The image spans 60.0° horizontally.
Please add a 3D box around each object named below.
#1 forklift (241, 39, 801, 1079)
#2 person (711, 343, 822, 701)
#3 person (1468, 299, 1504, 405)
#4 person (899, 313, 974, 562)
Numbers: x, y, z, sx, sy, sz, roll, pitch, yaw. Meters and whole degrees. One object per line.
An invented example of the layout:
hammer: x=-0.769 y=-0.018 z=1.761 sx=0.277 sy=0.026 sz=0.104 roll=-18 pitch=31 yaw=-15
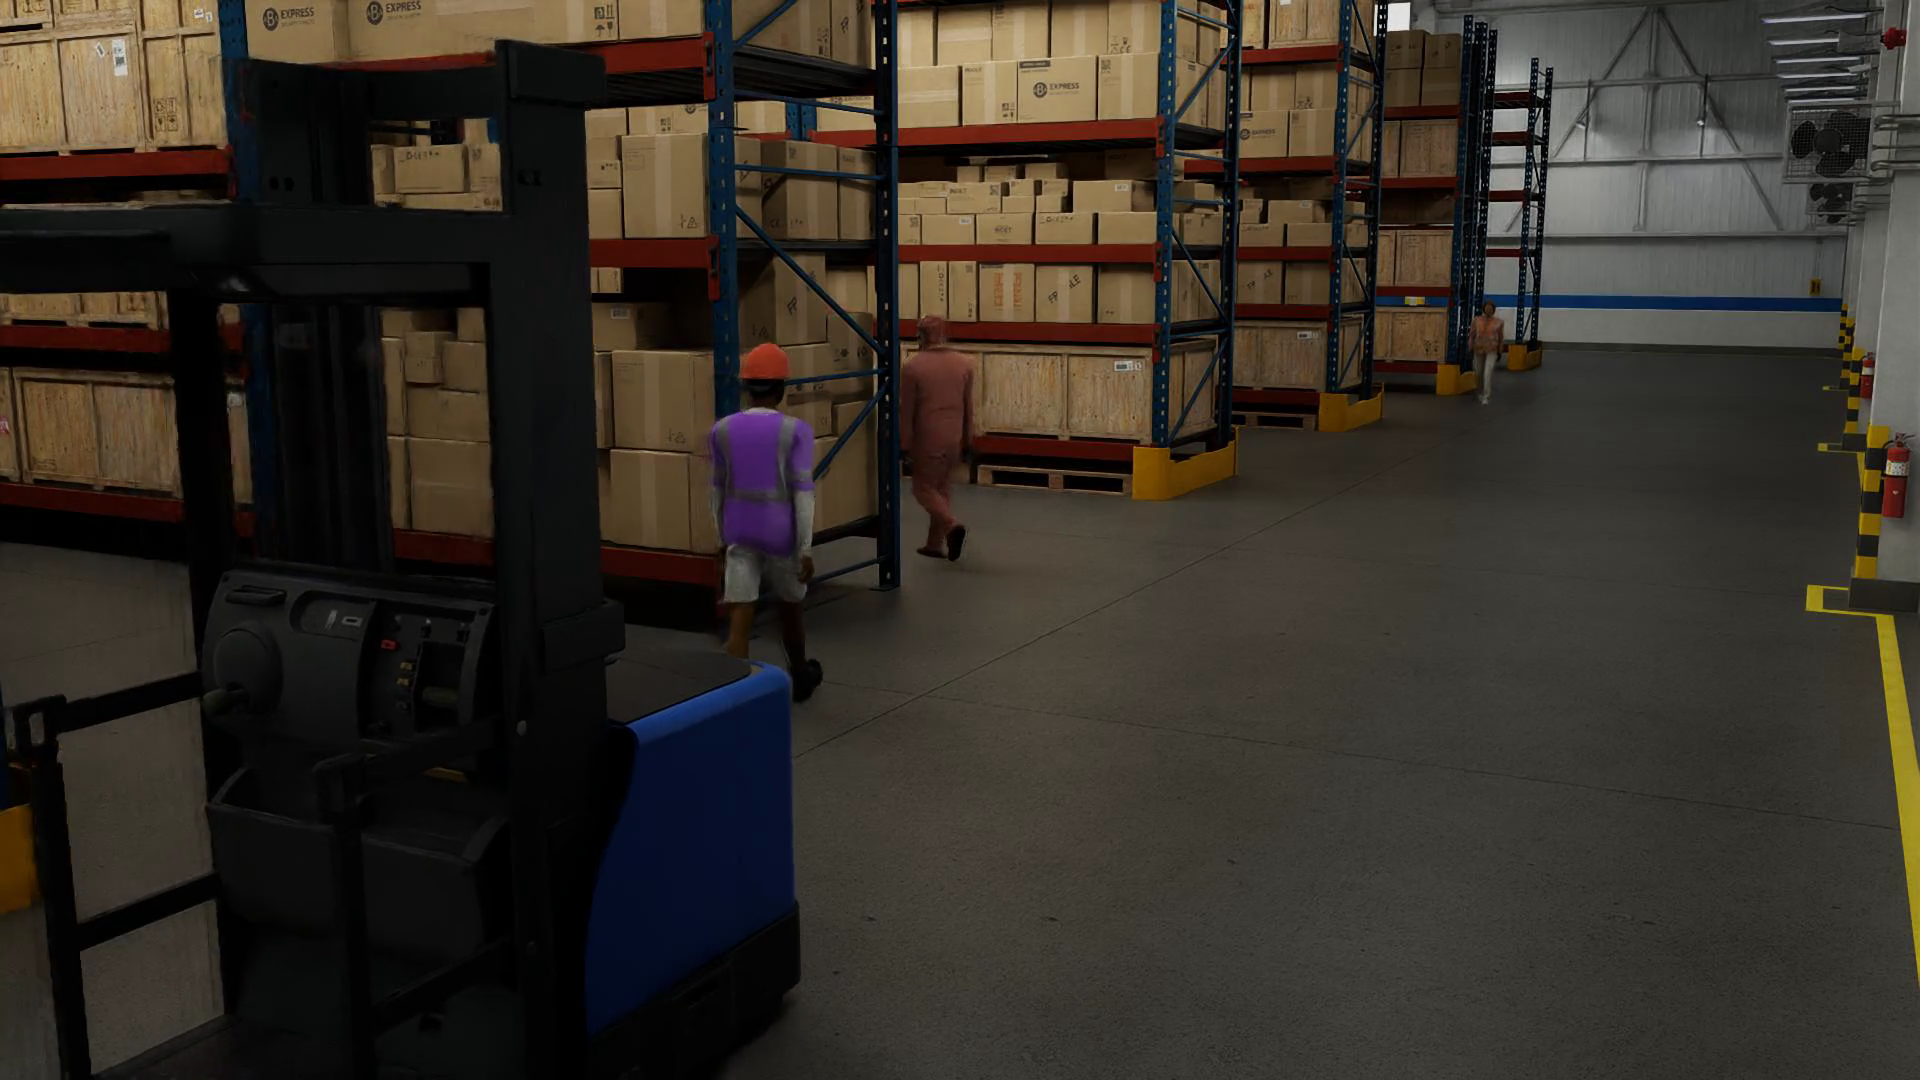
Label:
forklift: x=-1.356 y=0.141 z=4.433 sx=1.129 sy=2.768 sz=1.873 roll=5 pitch=11 yaw=27
person: x=-0.955 y=-0.033 z=8.310 sx=0.565 sy=1.882 sz=0.975 roll=2 pitch=10 yaw=14
person: x=8.130 y=-2.907 z=25.699 sx=0.529 sy=1.623 sz=0.505 roll=5 pitch=11 yaw=27
person: x=-0.145 y=-0.754 z=12.491 sx=0.646 sy=1.890 sz=0.719 roll=-7 pitch=12 yaw=-35
